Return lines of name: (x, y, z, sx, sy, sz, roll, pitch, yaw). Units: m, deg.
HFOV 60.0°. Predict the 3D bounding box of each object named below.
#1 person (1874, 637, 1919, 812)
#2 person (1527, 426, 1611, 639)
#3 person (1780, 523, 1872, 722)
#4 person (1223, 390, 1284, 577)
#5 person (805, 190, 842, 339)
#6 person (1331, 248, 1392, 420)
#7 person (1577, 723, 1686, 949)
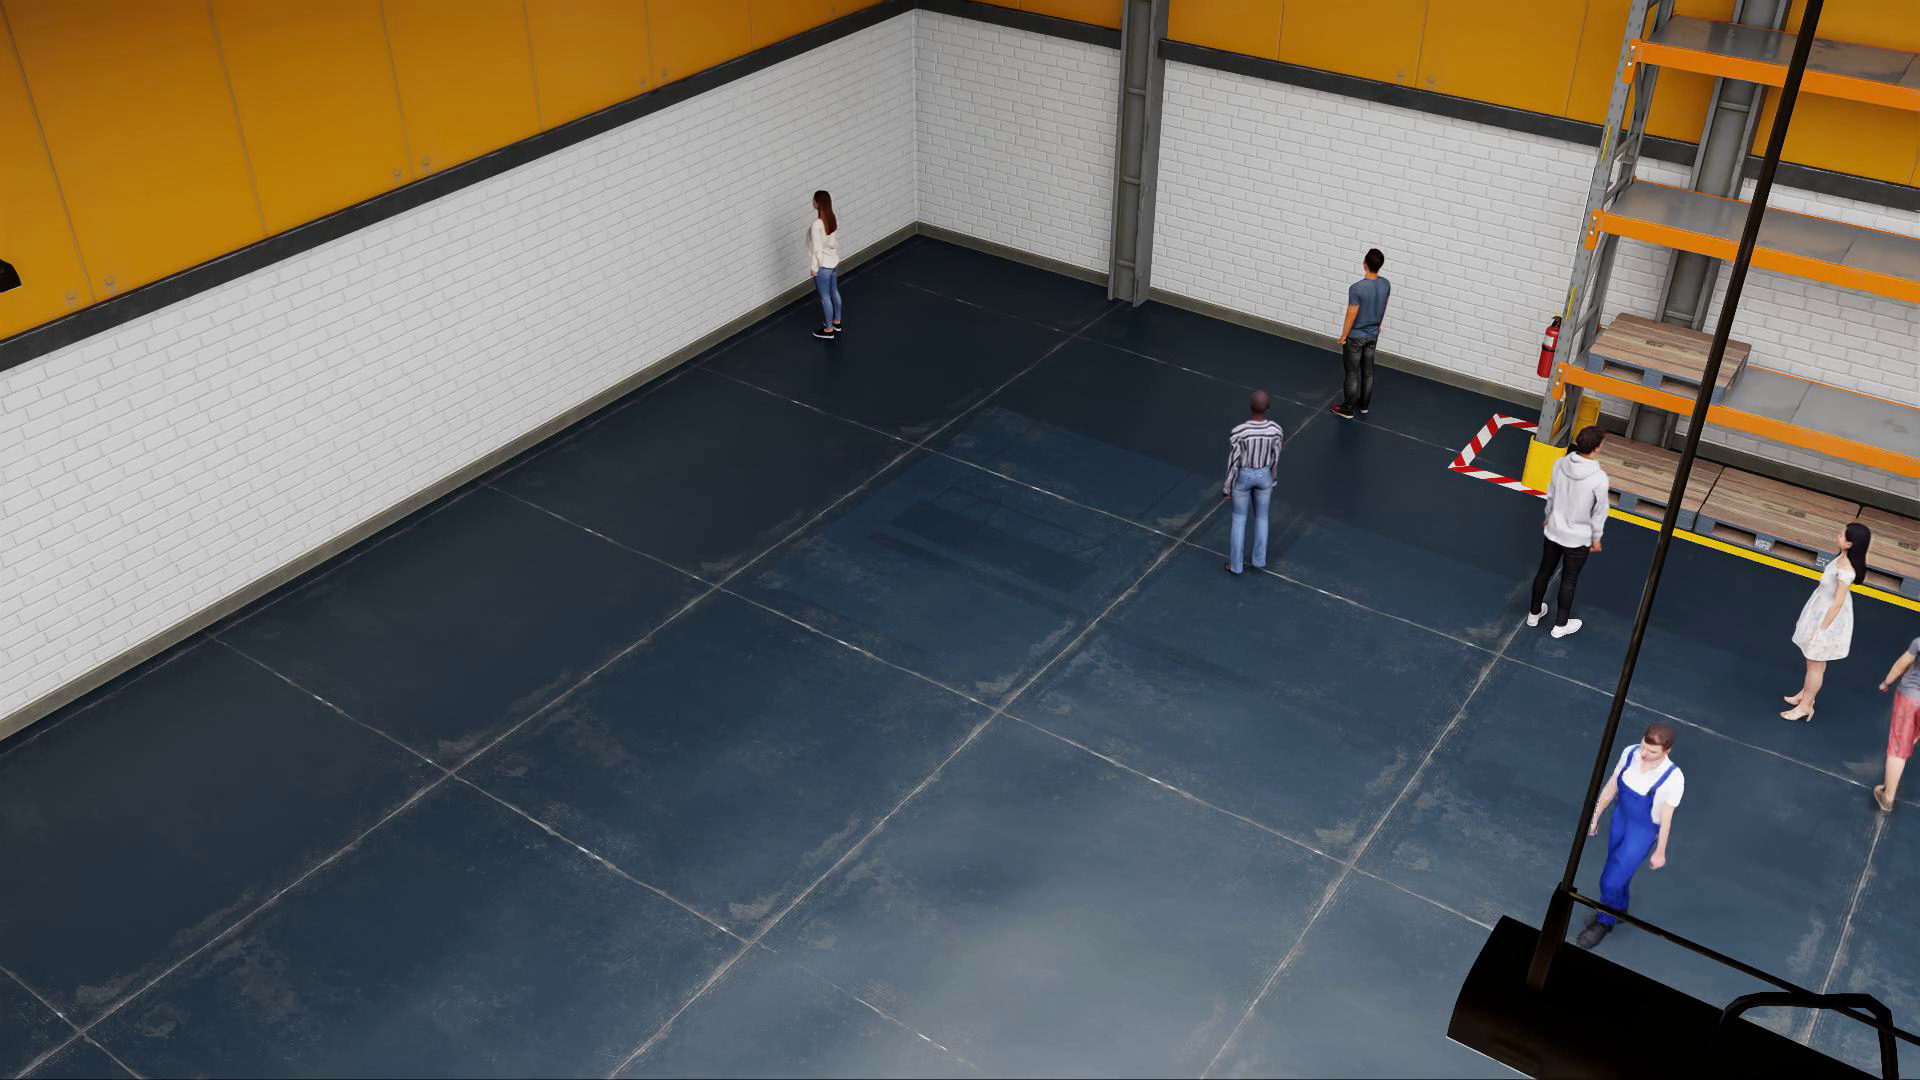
person: (6.892, 1.234, 11.969, 1.105, 1.607, 0.856, 12, 35, 17)
person: (5.003, -0.079, 13.655, 0.790, 1.930, 0.613, -27, 42, -34)
person: (6.626, 0.628, 12.730, 0.630, 1.774, 0.647, 19, 38, 26)
person: (2.520, -0.480, 14.380, 0.710, 1.794, 0.764, -6, 34, -10)
person: (-1.486, -3.048, 18.335, 0.595, 1.692, 0.659, 15, 36, 21)
person: (4.068, -2.087, 16.782, 0.729, 1.810, 0.707, -16, 37, -23)
person: (4.451, 1.869, 10.815, 0.894, 1.828, 0.835, -14, 36, -21)
